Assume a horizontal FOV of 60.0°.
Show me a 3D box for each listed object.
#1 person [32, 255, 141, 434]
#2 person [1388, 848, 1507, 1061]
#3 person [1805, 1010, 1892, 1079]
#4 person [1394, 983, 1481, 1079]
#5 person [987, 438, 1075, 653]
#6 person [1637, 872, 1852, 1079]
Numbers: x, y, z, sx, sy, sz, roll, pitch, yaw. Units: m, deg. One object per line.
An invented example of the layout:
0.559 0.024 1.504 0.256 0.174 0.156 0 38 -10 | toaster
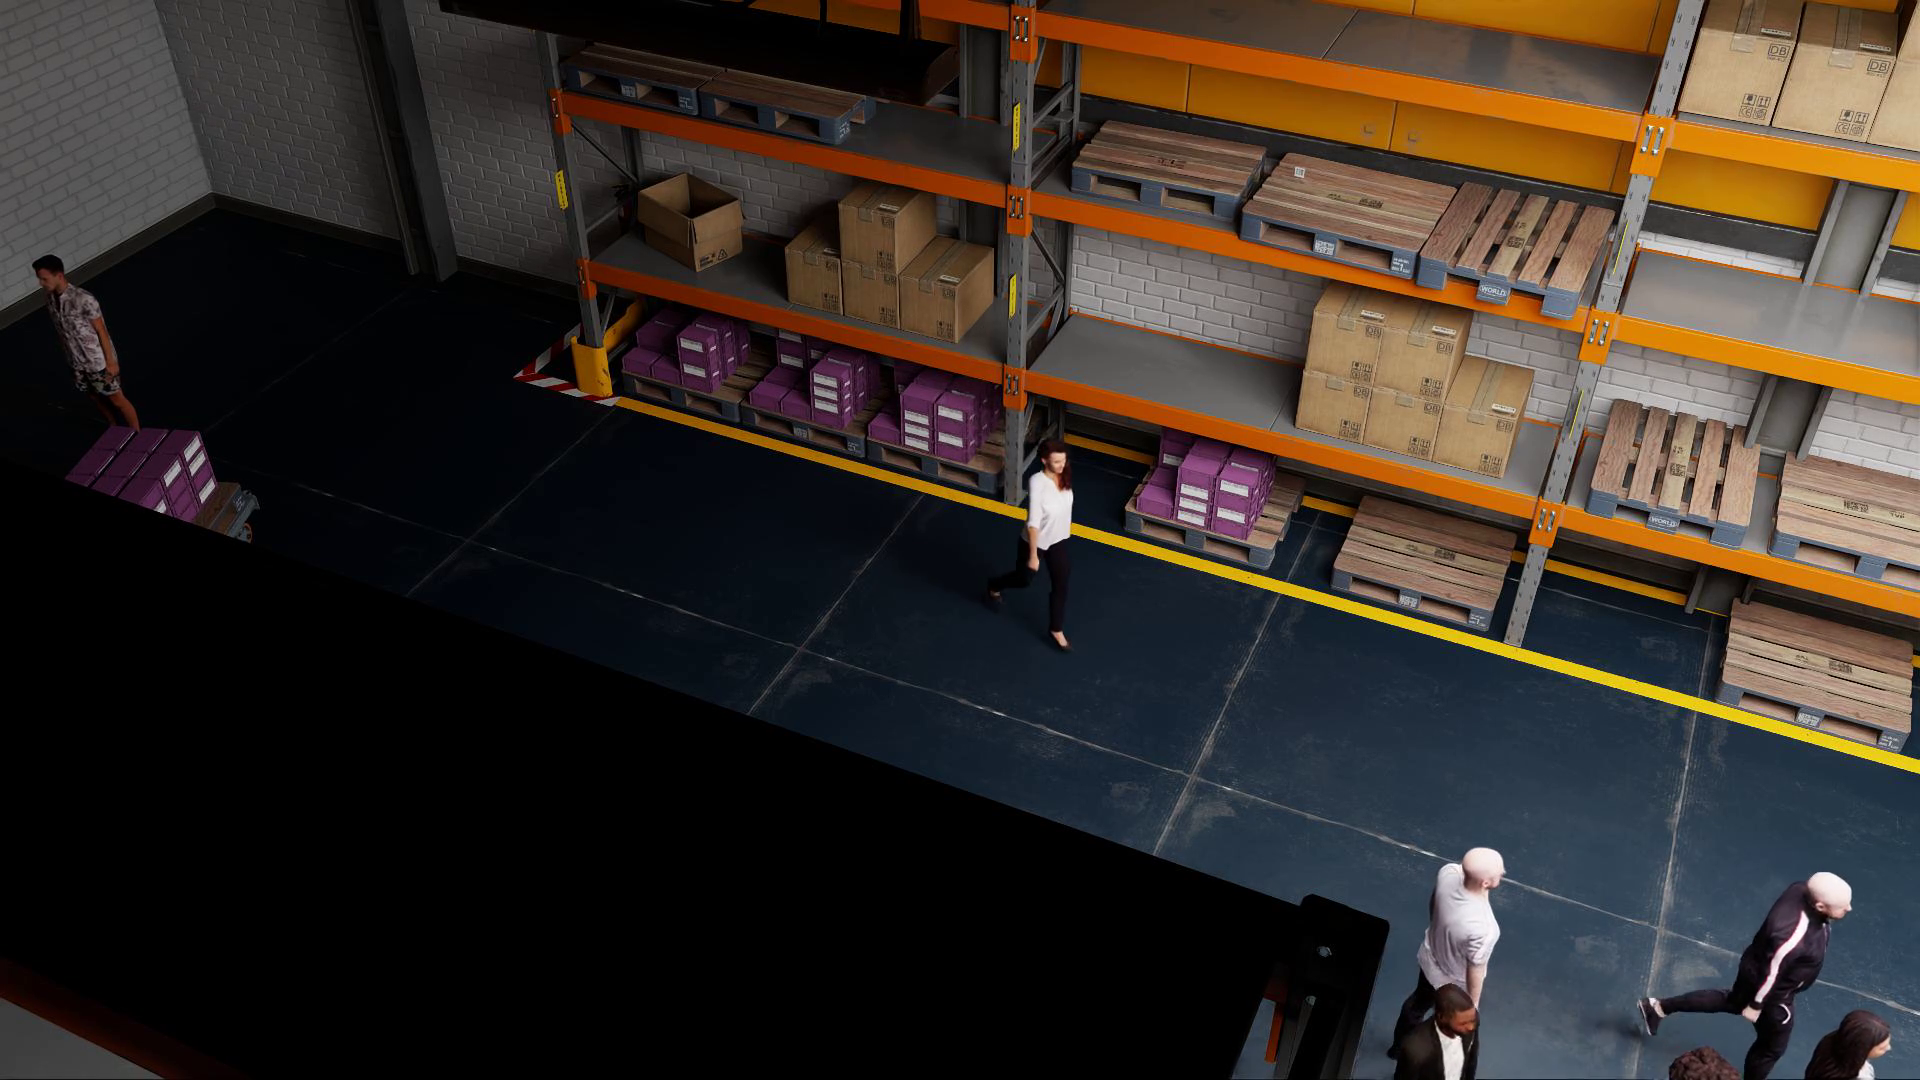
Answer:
-7.098 -1.532 13.593 0.533 1.810 0.747 13 40 16 | person
2.591 2.270 8.815 0.775 1.832 0.755 -6 39 -8 | person
4.137 2.875 8.102 0.536 1.774 0.602 13 40 16 | person
2.242 2.736 8.279 0.984 1.772 1.227 -27 46 -30 | person
0.509 -0.019 11.733 0.854 1.766 1.159 -32 48 -33 | person
4.169 2.302 8.797 1.129 1.804 0.697 19 42 22 | person
